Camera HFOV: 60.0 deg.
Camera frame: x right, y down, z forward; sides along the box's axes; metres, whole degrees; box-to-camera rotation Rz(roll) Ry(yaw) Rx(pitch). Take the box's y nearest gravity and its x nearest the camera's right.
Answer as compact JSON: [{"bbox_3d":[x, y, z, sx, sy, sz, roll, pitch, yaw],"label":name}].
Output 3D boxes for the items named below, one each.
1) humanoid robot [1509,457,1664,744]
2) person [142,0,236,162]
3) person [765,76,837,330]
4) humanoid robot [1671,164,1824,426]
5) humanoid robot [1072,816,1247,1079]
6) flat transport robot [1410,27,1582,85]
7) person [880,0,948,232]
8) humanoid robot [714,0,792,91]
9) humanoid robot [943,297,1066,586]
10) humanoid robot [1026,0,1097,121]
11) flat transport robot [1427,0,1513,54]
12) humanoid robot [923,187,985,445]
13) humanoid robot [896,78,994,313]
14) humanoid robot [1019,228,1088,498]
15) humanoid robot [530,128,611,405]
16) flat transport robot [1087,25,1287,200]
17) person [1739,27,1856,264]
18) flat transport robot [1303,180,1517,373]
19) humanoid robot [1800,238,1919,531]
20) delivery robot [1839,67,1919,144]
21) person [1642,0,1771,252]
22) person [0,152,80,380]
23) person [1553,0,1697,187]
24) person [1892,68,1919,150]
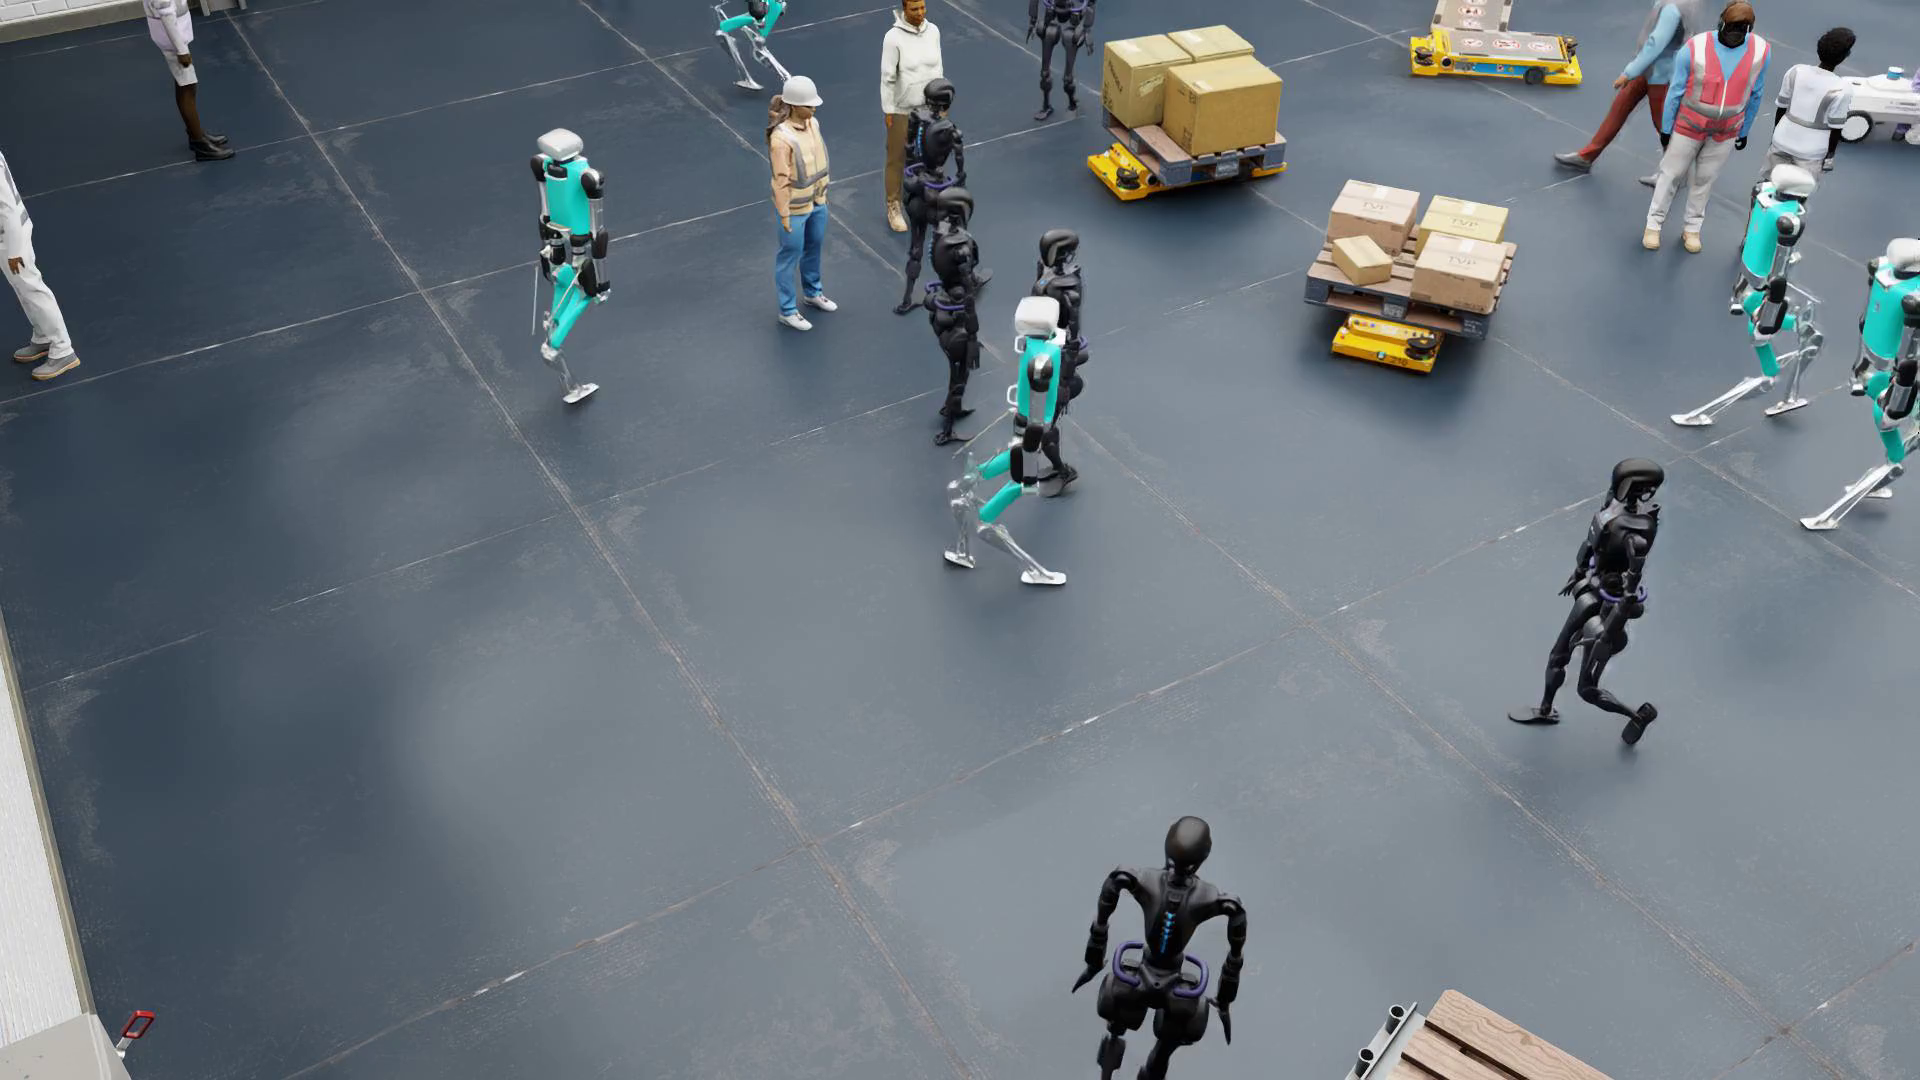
[{"bbox_3d":[3.073,0.289,7.800,0.589,1.636,0.613,2,38,2],"label":"humanoid robot"},{"bbox_3d":[-6.058,-3.905,12.877,0.373,1.938,0.545,-17,41,-20],"label":"person"},{"bbox_3d":[-1.049,-2.229,10.937,0.376,1.722,0.497,22,43,25],"label":"person"},{"bbox_3d":[4.983,-1.389,9.906,1.009,1.777,0.530,1,38,1],"label":"humanoid robot"},{"bbox_3d":[0.709,1.649,6.083,0.609,1.636,0.365,9,39,12],"label":"humanoid robot"},{"bbox_3d":[4.724,-4.273,14.684,1.431,0.231,0.659,6,39,8],"label":"flat transport robot"},{"bbox_3d":[-0.351,-3.125,12.028,0.519,1.767,0.372,-21,43,-24],"label":"person"},{"bbox_3d":[-1.697,-4.480,13.759,0.975,1.735,0.542,13,40,16],"label":"humanoid robot"},{"bbox_3d":[0.133,-0.477,8.730,0.891,1.786,0.534,3,38,3],"label":"humanoid robot"},{"bbox_3d":[0.833,-4.185,13.447,0.597,1.654,0.374,15,41,19],"label":"humanoid robot"},{"bbox_3d":[4.671,-4.707,15.231,0.659,0.231,1.431,12,40,14],"label":"flat transport robot"},{"bbox_3d":[-0.013,-1.315,9.813,0.360,1.646,0.594,-12,40,-15],"label":"humanoid robot"},{"bbox_3d":[-0.146,-2.338,11.142,0.761,1.629,0.598,-32,48,-33],"label":"humanoid robot"},{"bbox_3d":[0.528,-1.016,9.434,0.339,1.650,0.590,-15,41,-18],"label":"humanoid robot"},{"bbox_3d":[-2.451,-1.498,10.080,0.538,1.876,0.732,23,44,26],"label":"humanoid robot"},{"bbox_3d":[1.785,-2.995,13.071,1.431,0.231,0.659,-13,40,-16],"label":"flat transport robot"},{"bbox_3d":[5.867,-2.739,11.597,0.318,1.697,0.535,-21,43,-24],"label":"person"},{"bbox_3d":[3.038,-1.627,11.345,0.659,0.231,1.431,16,41,19],"label":"flat transport robot"},{"bbox_3d":[5.267,-0.840,9.182,0.857,1.761,0.533,0,38,0],"label":"humanoid robot"},{"bbox_3d":[7.502,-3.549,13.535,0.785,0.589,0.499,7,39,9],"label":"delivery robot"},{"bbox_3d":[5.239,-2.890,11.685,0.629,1.838,0.431,5,39,6],"label":"person"},{"bbox_3d":[-5.980,-1.897,10.386,0.356,1.884,0.574,-30,47,-32],"label":"person"},{"bbox_3d":[5.182,-3.537,12.501,0.971,1.819,0.518,6,39,8],"label":"person"},{"bbox_3d":[7.793,-3.956,13.014,0.390,1.845,0.563,-21,43,-24],"label":"person"}]
